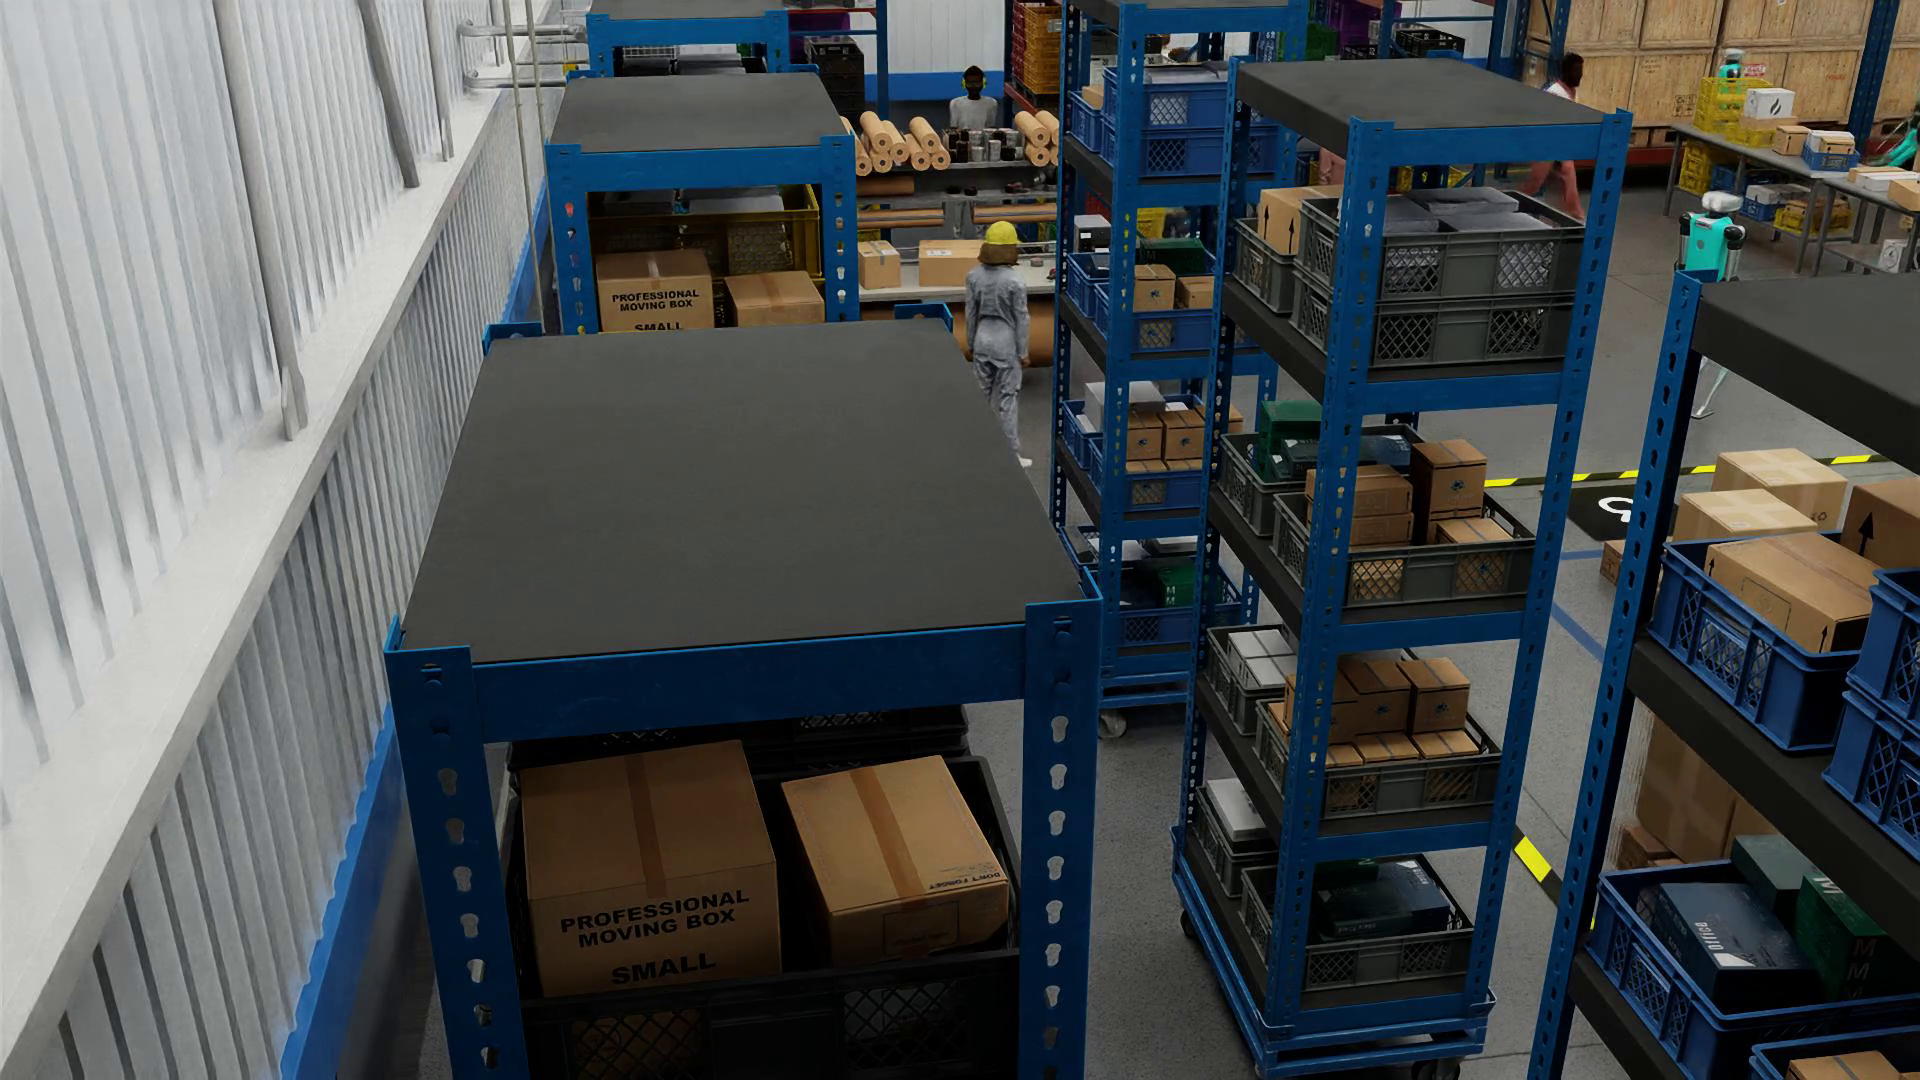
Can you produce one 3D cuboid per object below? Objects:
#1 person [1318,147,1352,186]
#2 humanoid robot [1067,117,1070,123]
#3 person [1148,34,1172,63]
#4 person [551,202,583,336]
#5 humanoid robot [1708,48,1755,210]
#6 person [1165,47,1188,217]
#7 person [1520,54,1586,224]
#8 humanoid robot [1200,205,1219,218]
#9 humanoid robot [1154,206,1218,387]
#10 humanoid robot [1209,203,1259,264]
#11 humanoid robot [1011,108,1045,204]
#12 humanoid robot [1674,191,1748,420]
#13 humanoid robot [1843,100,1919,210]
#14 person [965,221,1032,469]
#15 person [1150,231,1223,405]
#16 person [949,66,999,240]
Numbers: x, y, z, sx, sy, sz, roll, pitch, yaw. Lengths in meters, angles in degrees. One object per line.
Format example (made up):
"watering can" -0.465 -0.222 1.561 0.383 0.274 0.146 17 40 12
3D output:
"person" 3.442 -3.098 15.241 0.310 1.768 0.529 20 31 37
"humanoid robot" 1.112 -4.200 17.673 0.588 1.776 0.829 18 30 34
"person" 2.324 -5.035 19.355 0.565 1.846 0.390 -18 30 -34
"person" -2.472 -1.387 11.196 0.611 2.045 0.381 10 26 20
"humanoid robot" 8.575 -4.479 18.306 0.682 1.806 0.536 4 25 9
"person" 2.202 -4.384 17.975 0.684 1.810 0.643 -8 26 -17
"person" 6.235 -4.044 17.177 0.999 1.870 0.597 22 33 39
"humanoid robot" 2.687 -4.238 17.819 0.589 1.643 0.428 1 25 3
"humanoid robot" 1.773 -1.948 12.856 0.600 1.647 0.449 18 30 34
"humanoid robot" 2.266 -2.547 14.178 0.551 1.641 0.613 -22 33 -39
"humanoid robot" 0.667 -4.575 18.391 0.678 1.728 0.539 9 26 19
"humanoid robot" 5.556 -1.729 12.139 0.735 1.677 0.533 -12 27 -24
"humanoid robot" 10.235 -4.429 18.205 0.928 1.808 0.560 2 25 5
"person" 0.270 -1.318 11.406 0.483 1.737 0.308 15 29 30
"person" 1.481 -1.096 10.787 0.588 1.852 0.371 -3 25 -6
"person" 0.141 -3.785 16.610 0.509 1.872 0.332 -3 25 -7
